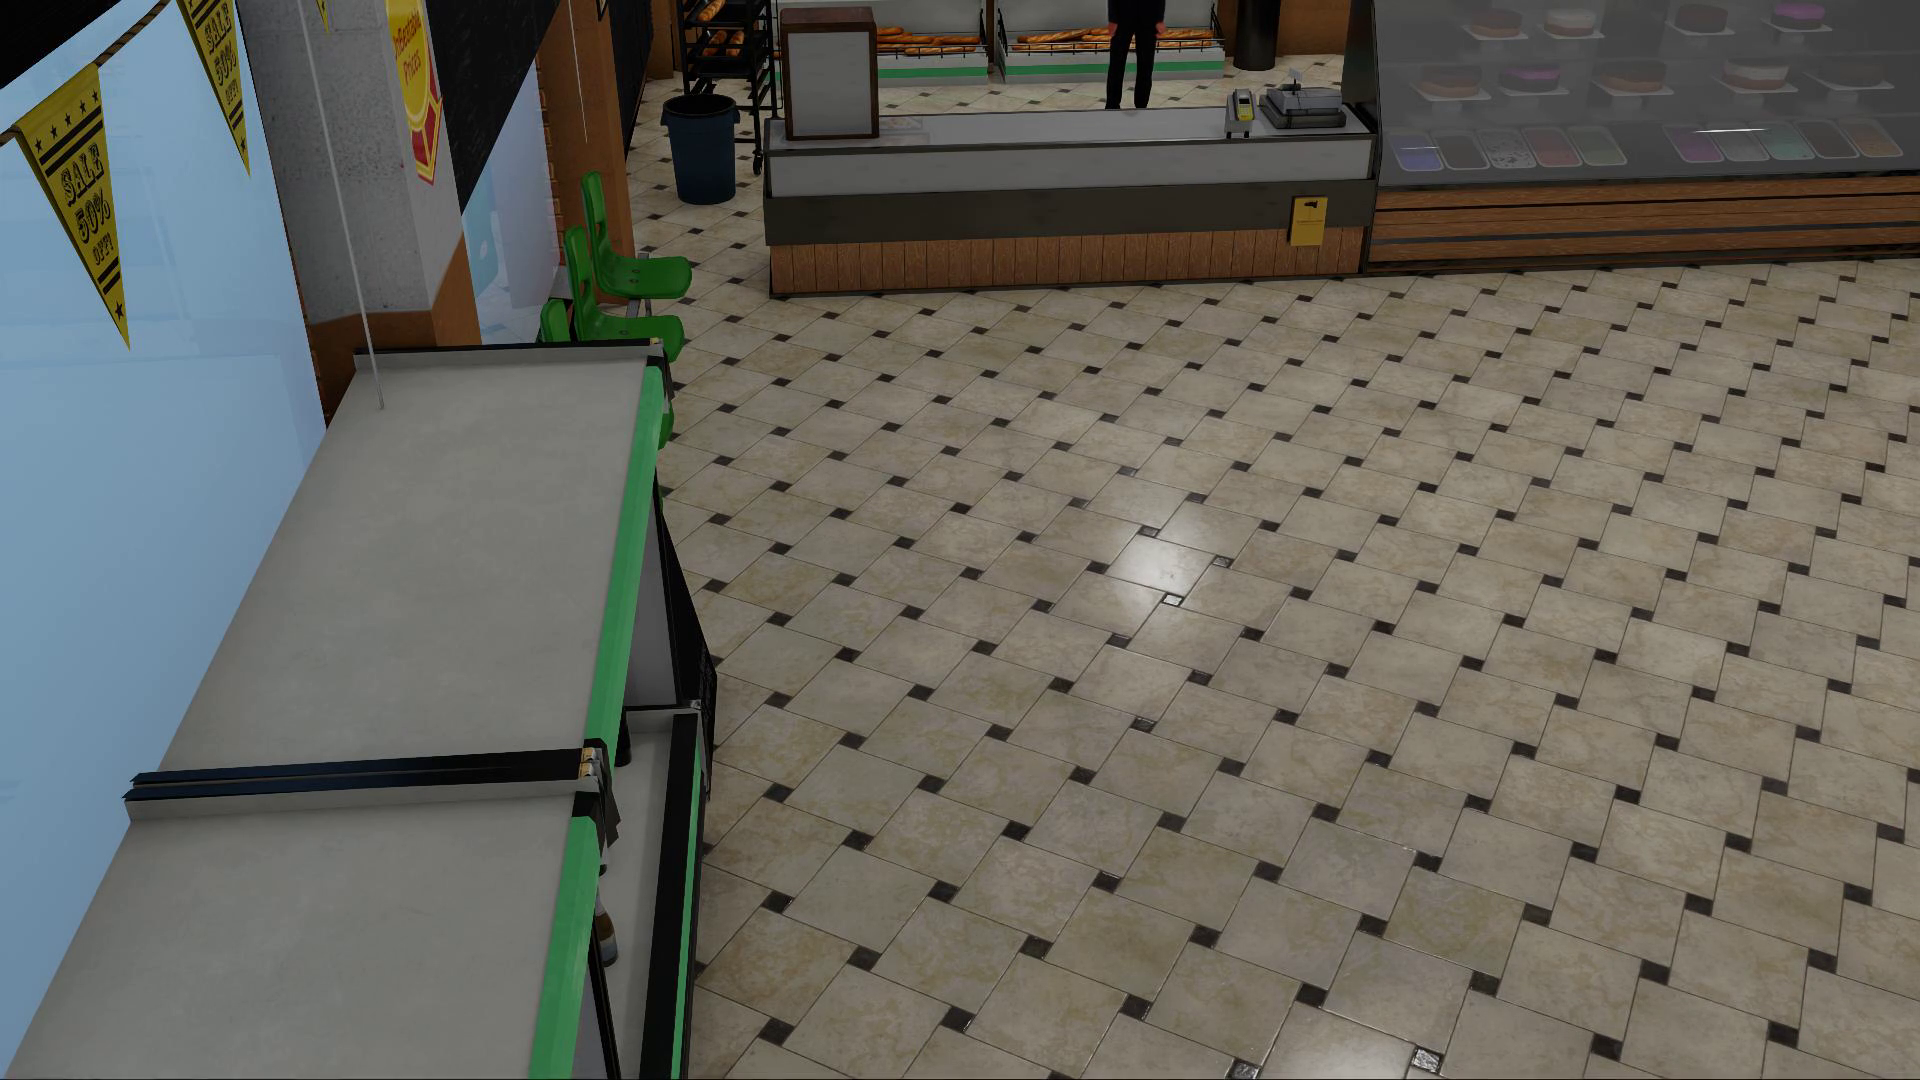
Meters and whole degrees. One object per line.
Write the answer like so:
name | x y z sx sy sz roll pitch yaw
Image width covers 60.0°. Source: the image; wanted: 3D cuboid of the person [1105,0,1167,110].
person | 1.431 -4.245 13.478 0.632 1.865 0.586 -2 32 -3
